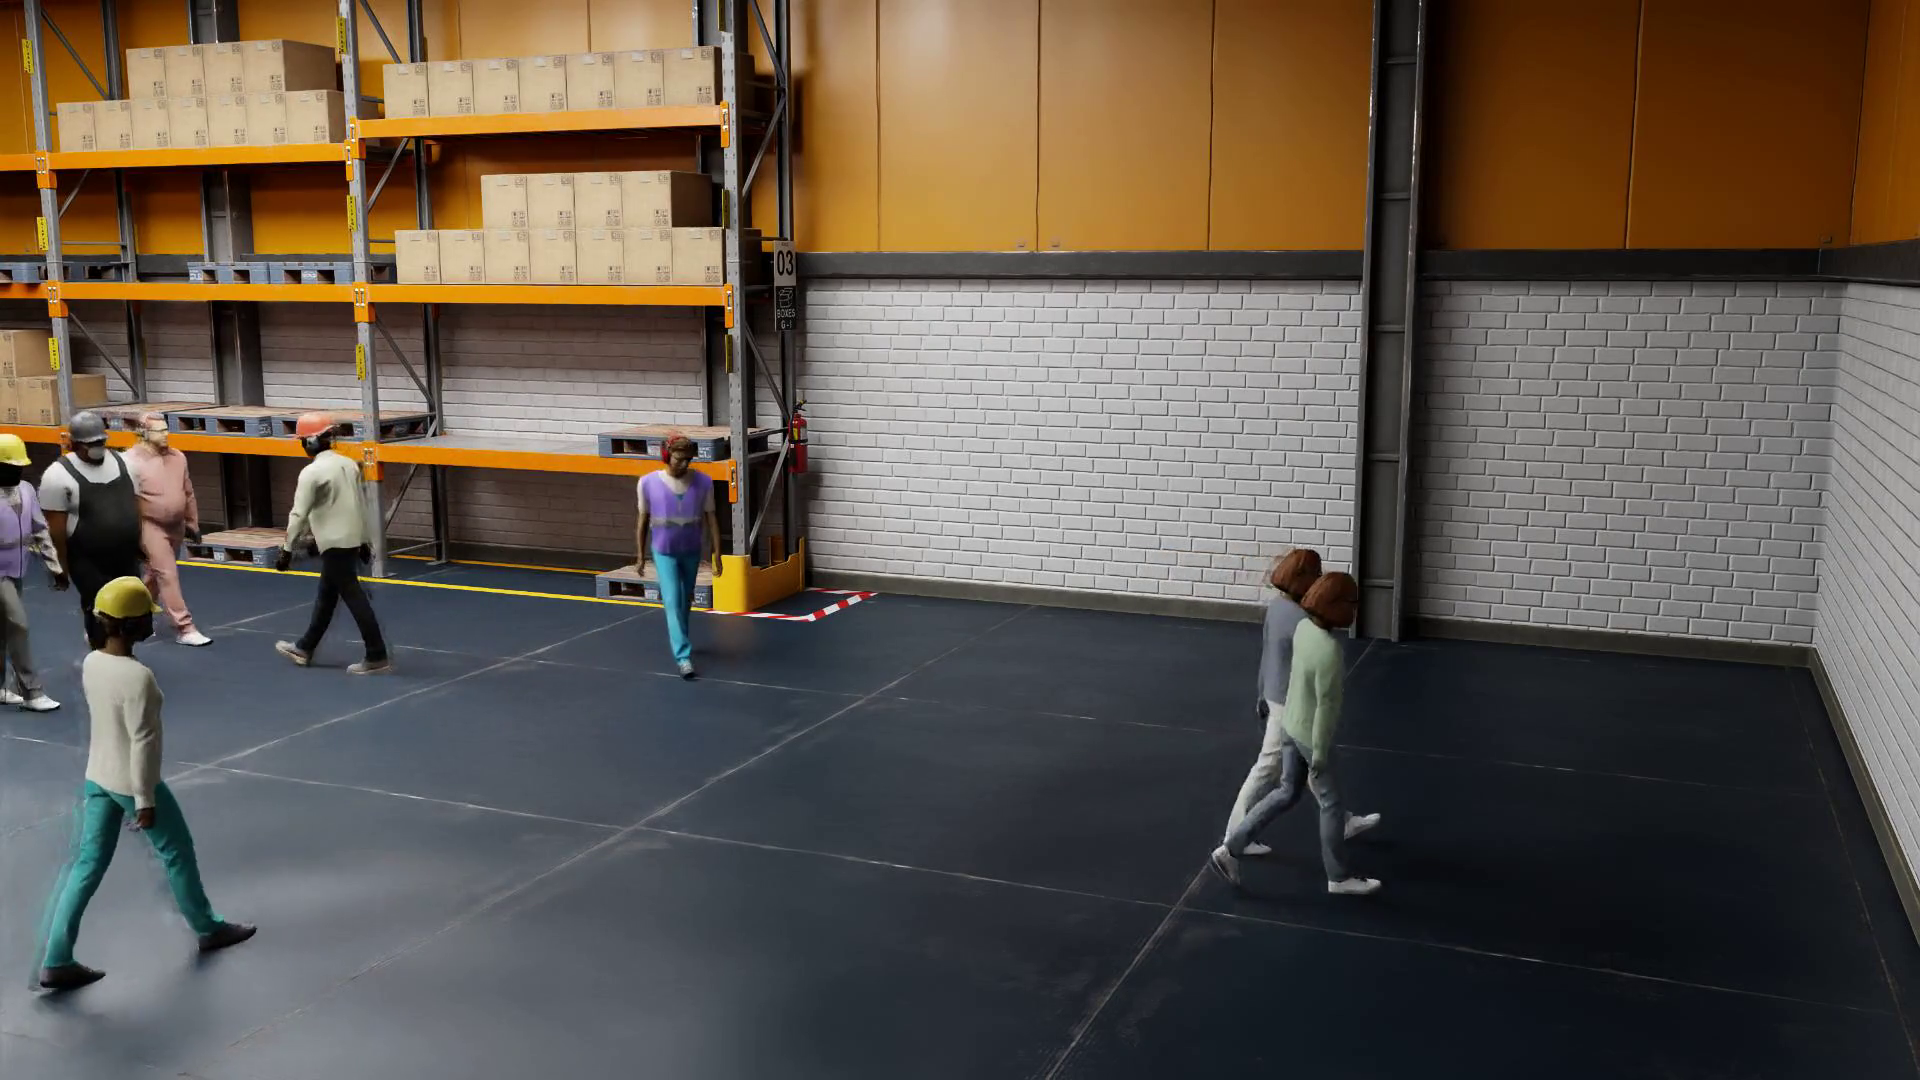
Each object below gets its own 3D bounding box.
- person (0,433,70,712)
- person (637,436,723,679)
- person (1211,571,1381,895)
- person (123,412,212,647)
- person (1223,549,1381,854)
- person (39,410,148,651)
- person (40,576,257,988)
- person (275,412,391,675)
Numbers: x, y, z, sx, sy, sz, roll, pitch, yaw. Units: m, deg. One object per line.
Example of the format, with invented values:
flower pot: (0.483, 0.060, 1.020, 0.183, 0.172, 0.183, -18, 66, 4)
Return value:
person: (-6.378, 0.221, 11.263, 0.827, 1.882, 0.613, 1, 9, 6)
person: (-2.094, 0.095, 12.396, 0.587, 1.776, 1.059, -4, 10, -24)
person: (1.605, 0.923, 7.868, 0.762, 1.600, 0.547, -1, 9, -7)
person: (-6.411, -0.099, 13.273, 0.978, 1.868, 0.651, 3, 10, 20)
person: (1.751, 0.832, 8.486, 0.889, 1.580, 0.514, -1, 9, -4)
person: (-6.254, 0.022, 12.010, 0.702, 2.000, 0.725, 5, 11, 28)
person: (-3.522, 1.003, 7.040, 0.535, 1.720, 0.893, 7, 11, 35)
person: (-4.686, 0.034, 12.239, 1.029, 1.926, 0.641, 1, 9, 8)
